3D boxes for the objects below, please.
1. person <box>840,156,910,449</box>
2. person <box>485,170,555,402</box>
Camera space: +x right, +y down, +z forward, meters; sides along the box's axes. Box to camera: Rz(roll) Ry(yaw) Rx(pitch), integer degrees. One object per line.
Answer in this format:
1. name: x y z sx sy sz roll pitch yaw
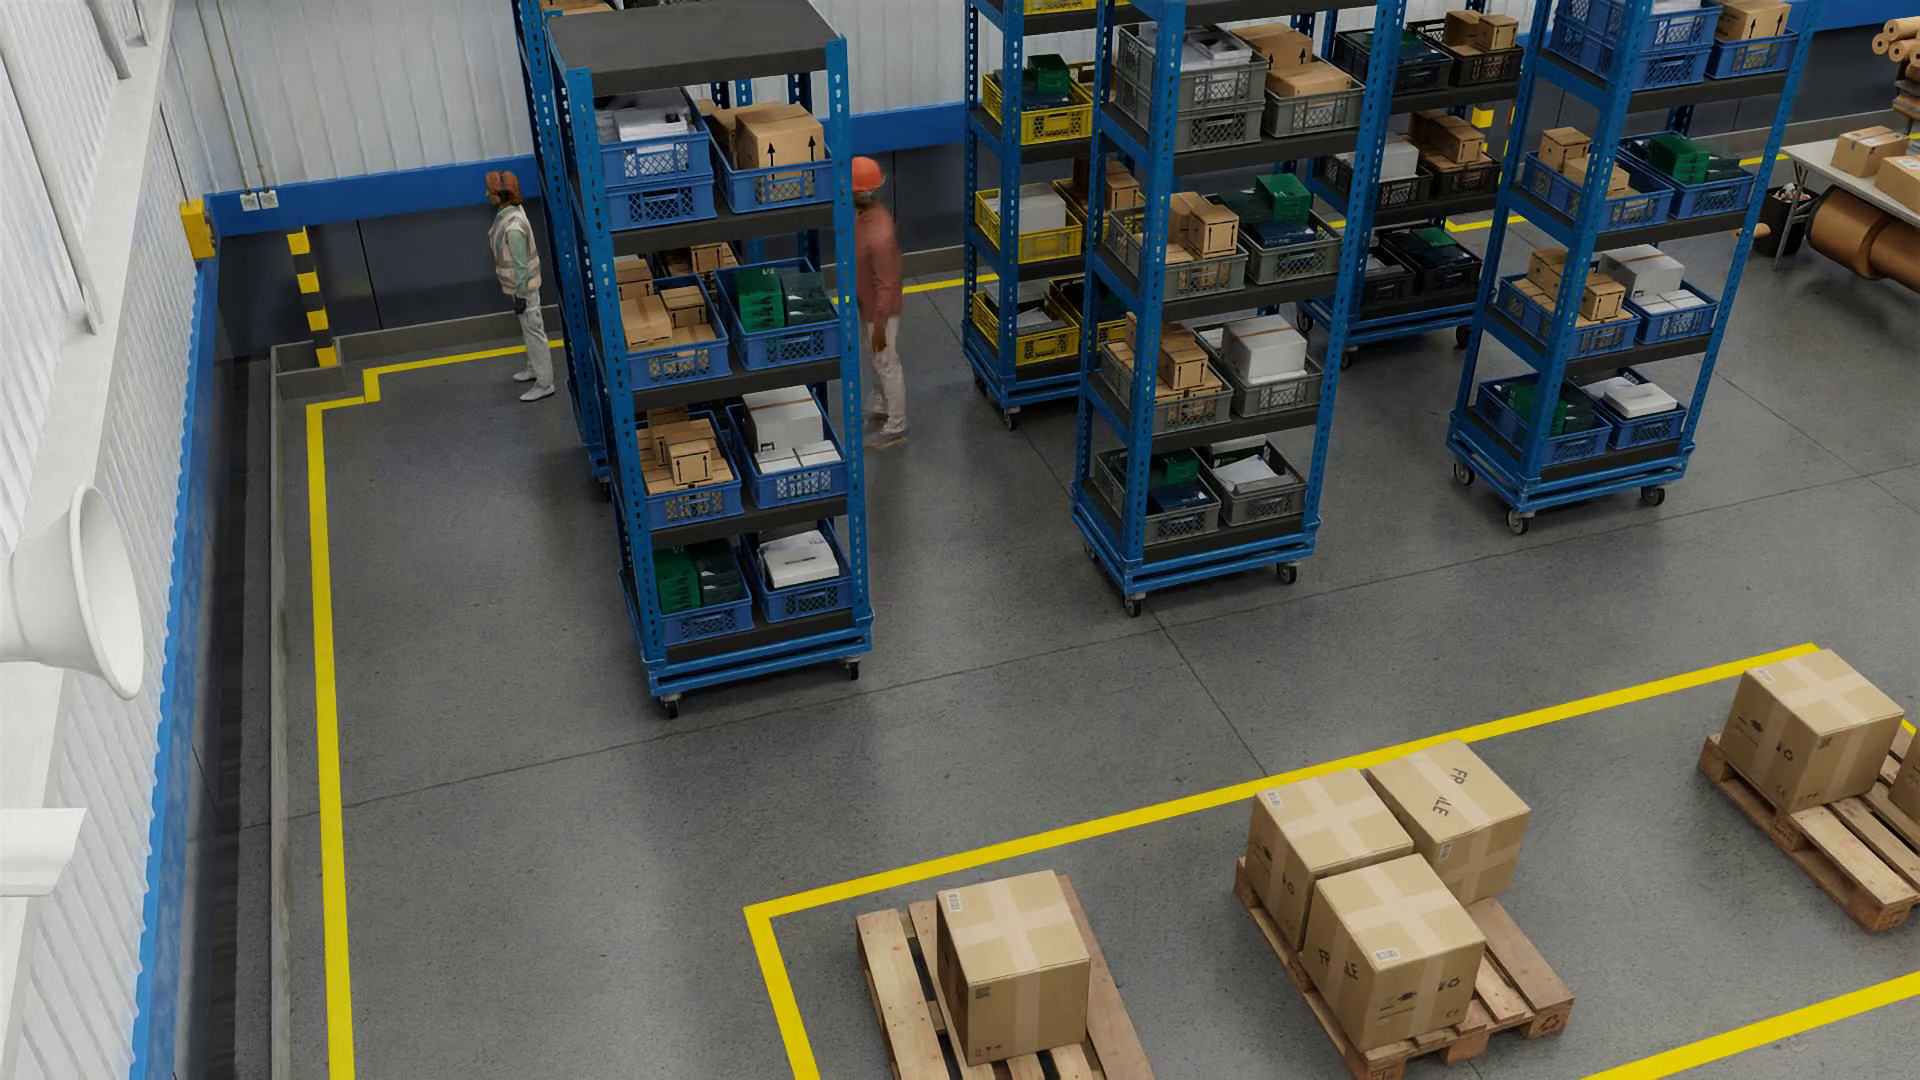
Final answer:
1. person: -0.560 -1.514 10.718 0.461 1.981 0.644 -6 36 -9
2. person: -2.991 -1.738 11.315 0.308 1.641 0.514 -11 37 -15
